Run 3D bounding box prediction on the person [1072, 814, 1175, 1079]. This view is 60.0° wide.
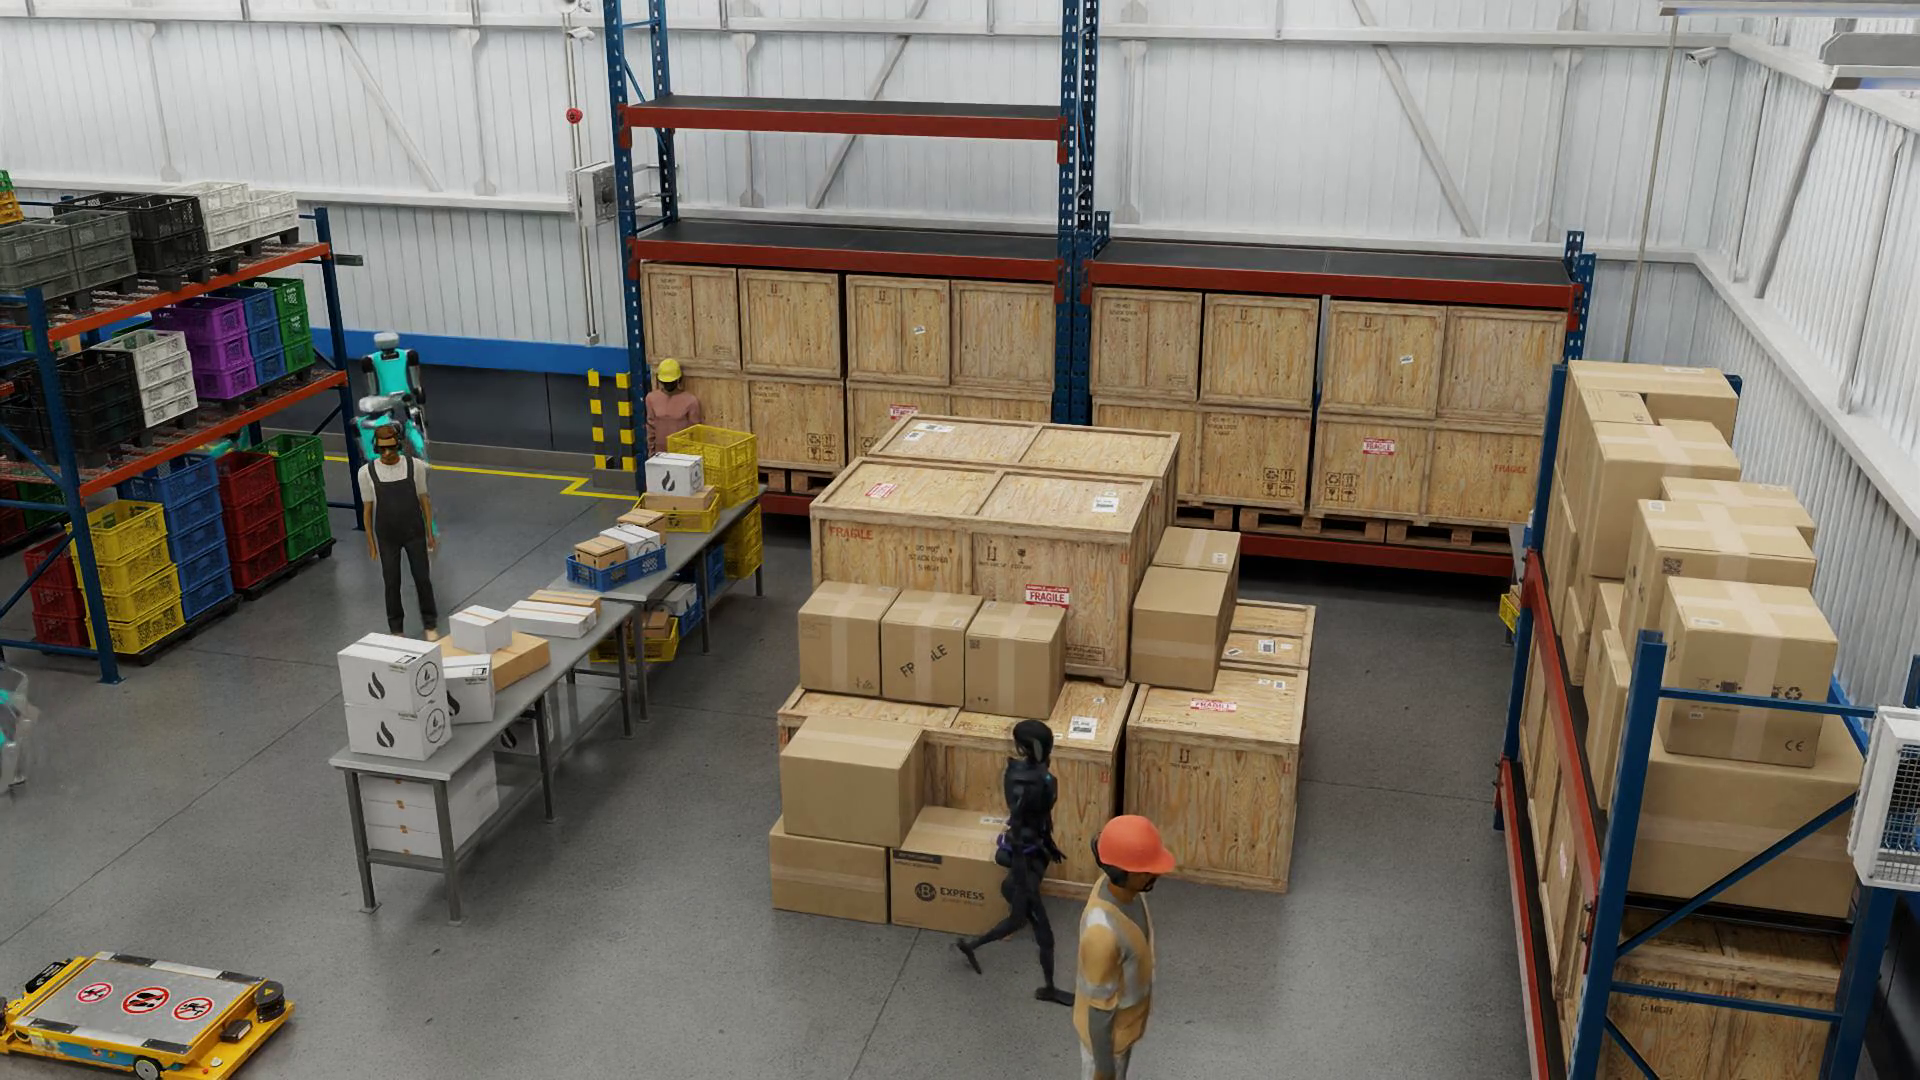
[{"bbox_3d":[0.687,2.075,7.137,0.394,2.042,0.608,6,22,15],"label":"person"}]

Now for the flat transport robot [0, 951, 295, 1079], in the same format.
[{"bbox_3d":[-4.270,2.464,8.601,1.431,0.231,0.659,5,22,13],"label":"flat transport robot"}]

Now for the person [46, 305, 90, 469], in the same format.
[{"bbox_3d":[-9.186,-1.676,17.095,0.377,1.937,0.545,0,21,-1],"label":"person"}]

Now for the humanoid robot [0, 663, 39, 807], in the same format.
[{"bbox_3d":[-6.266,0.923,10.712,0.732,1.878,0.536,-13,24,-30],"label":"humanoid robot"}]

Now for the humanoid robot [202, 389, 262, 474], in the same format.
[{"bbox_3d":[-6.979,-1.040,15.856,0.779,1.873,0.538,2,21,6],"label":"humanoid robot"}]

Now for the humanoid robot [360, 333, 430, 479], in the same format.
[{"bbox_3d":[-5.270,-1.047,15.733,0.544,1.772,0.905,-11,23,-26],"label":"humanoid robot"}]

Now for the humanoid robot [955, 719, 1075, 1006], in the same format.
[{"bbox_3d":[0.307,1.676,8.763,0.749,1.645,0.611,7,22,17],"label":"humanoid robot"}]

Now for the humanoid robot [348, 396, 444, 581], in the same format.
[{"bbox_3d":[-4.658,-0.408,14.090,0.553,1.795,0.790,10,23,25],"label":"humanoid robot"}]

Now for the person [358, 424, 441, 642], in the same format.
[{"bbox_3d":[-4.353,-0.029,12.936,0.505,1.838,0.336,-9,23,-22],"label":"person"}]

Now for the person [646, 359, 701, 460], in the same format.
[{"bbox_3d":[-2.576,-0.788,15.024,0.522,1.761,0.336,4,21,9],"label":"person"}]
